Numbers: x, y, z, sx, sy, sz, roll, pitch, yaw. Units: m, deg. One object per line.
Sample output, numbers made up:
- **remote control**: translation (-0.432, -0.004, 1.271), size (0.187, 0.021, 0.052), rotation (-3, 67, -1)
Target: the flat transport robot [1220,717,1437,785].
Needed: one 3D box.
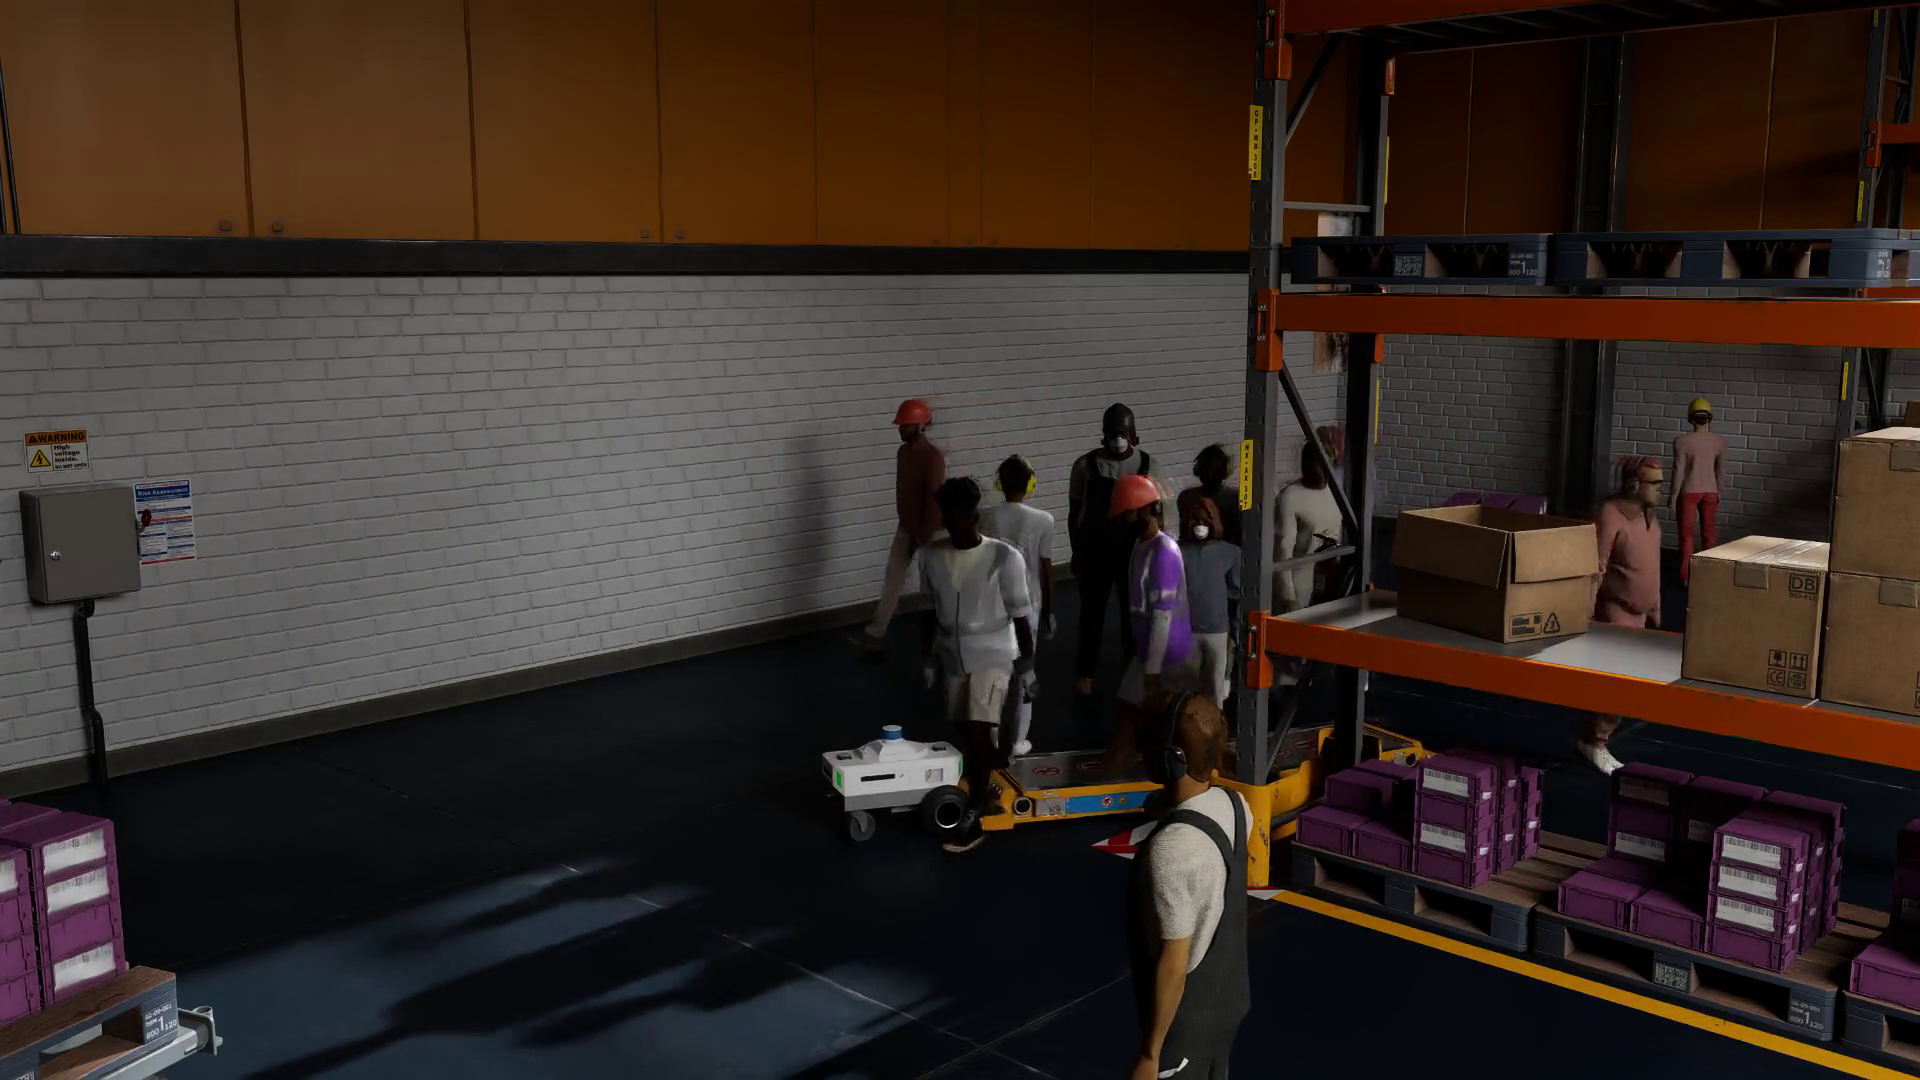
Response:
- **flat transport robot**: translation (2.074, 1.262, 9.588), size (1.431, 0.197, 0.652), rotation (-5, 11, -29)

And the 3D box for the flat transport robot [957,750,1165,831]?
- **flat transport robot**: translation (0.679, 1.340, 9.109), size (1.431, 0.197, 0.652), rotation (-3, 10, -15)

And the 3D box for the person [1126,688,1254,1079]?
- **person**: translation (0.602, 1.303, 4.522), size (0.344, 1.847, 0.504), rotation (5, 11, 30)

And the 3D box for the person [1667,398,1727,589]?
- **person**: translation (6.794, -0.427, 15.373), size (0.528, 1.765, 0.327), rotation (-1, 9, -6)

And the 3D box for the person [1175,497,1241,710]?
- **person**: translation (1.411, 0.551, 9.776), size (0.504, 1.632, 0.270), rotation (1, 9, 6)

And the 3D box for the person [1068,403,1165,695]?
- **person**: translation (1.082, 0.071, 11.476), size (0.673, 2.000, 0.535), rotation (0, 9, 2)

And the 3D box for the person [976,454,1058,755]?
- **person**: translation (0.319, 0.421, 9.912), size (0.527, 1.856, 0.529), rotation (2, 9, 12)

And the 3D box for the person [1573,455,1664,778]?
- **person**: translation (3.809, 0.446, 9.626), size (0.695, 1.886, 0.509), rotation (-9, 13, -43)

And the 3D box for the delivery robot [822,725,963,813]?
- **delivery robot**: translation (-0.357, 1.216, 8.717), size (0.707, 0.478, 0.477), rotation (-3, 10, -18)

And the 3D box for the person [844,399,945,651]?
- **person**: translation (-0.432, -0.083, 12.659), size (0.925, 1.955, 0.650), rotation (-6, 11, -32)

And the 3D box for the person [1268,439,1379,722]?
- **person**: translation (2.250, 0.301, 10.539), size (0.656, 1.879, 1.033), rotation (-5, 11, -29)

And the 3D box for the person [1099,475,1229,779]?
- **person**: translation (1.014, 0.587, 8.853), size (1.020, 1.865, 0.627), rotation (-1, 9, -9)

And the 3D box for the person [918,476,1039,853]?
- **person**: translation (0.124, 0.592, 8.683), size (0.655, 1.921, 0.855), rotation (6, 11, 31)

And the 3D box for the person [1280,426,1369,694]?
- **person**: translation (2.498, 0.138, 11.579), size (0.846, 1.868, 0.672), rotation (6, 11, 33)

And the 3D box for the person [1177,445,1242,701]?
- **person**: translation (1.670, 0.259, 11.072), size (0.497, 1.810, 0.995), rotation (3, 10, 16)
